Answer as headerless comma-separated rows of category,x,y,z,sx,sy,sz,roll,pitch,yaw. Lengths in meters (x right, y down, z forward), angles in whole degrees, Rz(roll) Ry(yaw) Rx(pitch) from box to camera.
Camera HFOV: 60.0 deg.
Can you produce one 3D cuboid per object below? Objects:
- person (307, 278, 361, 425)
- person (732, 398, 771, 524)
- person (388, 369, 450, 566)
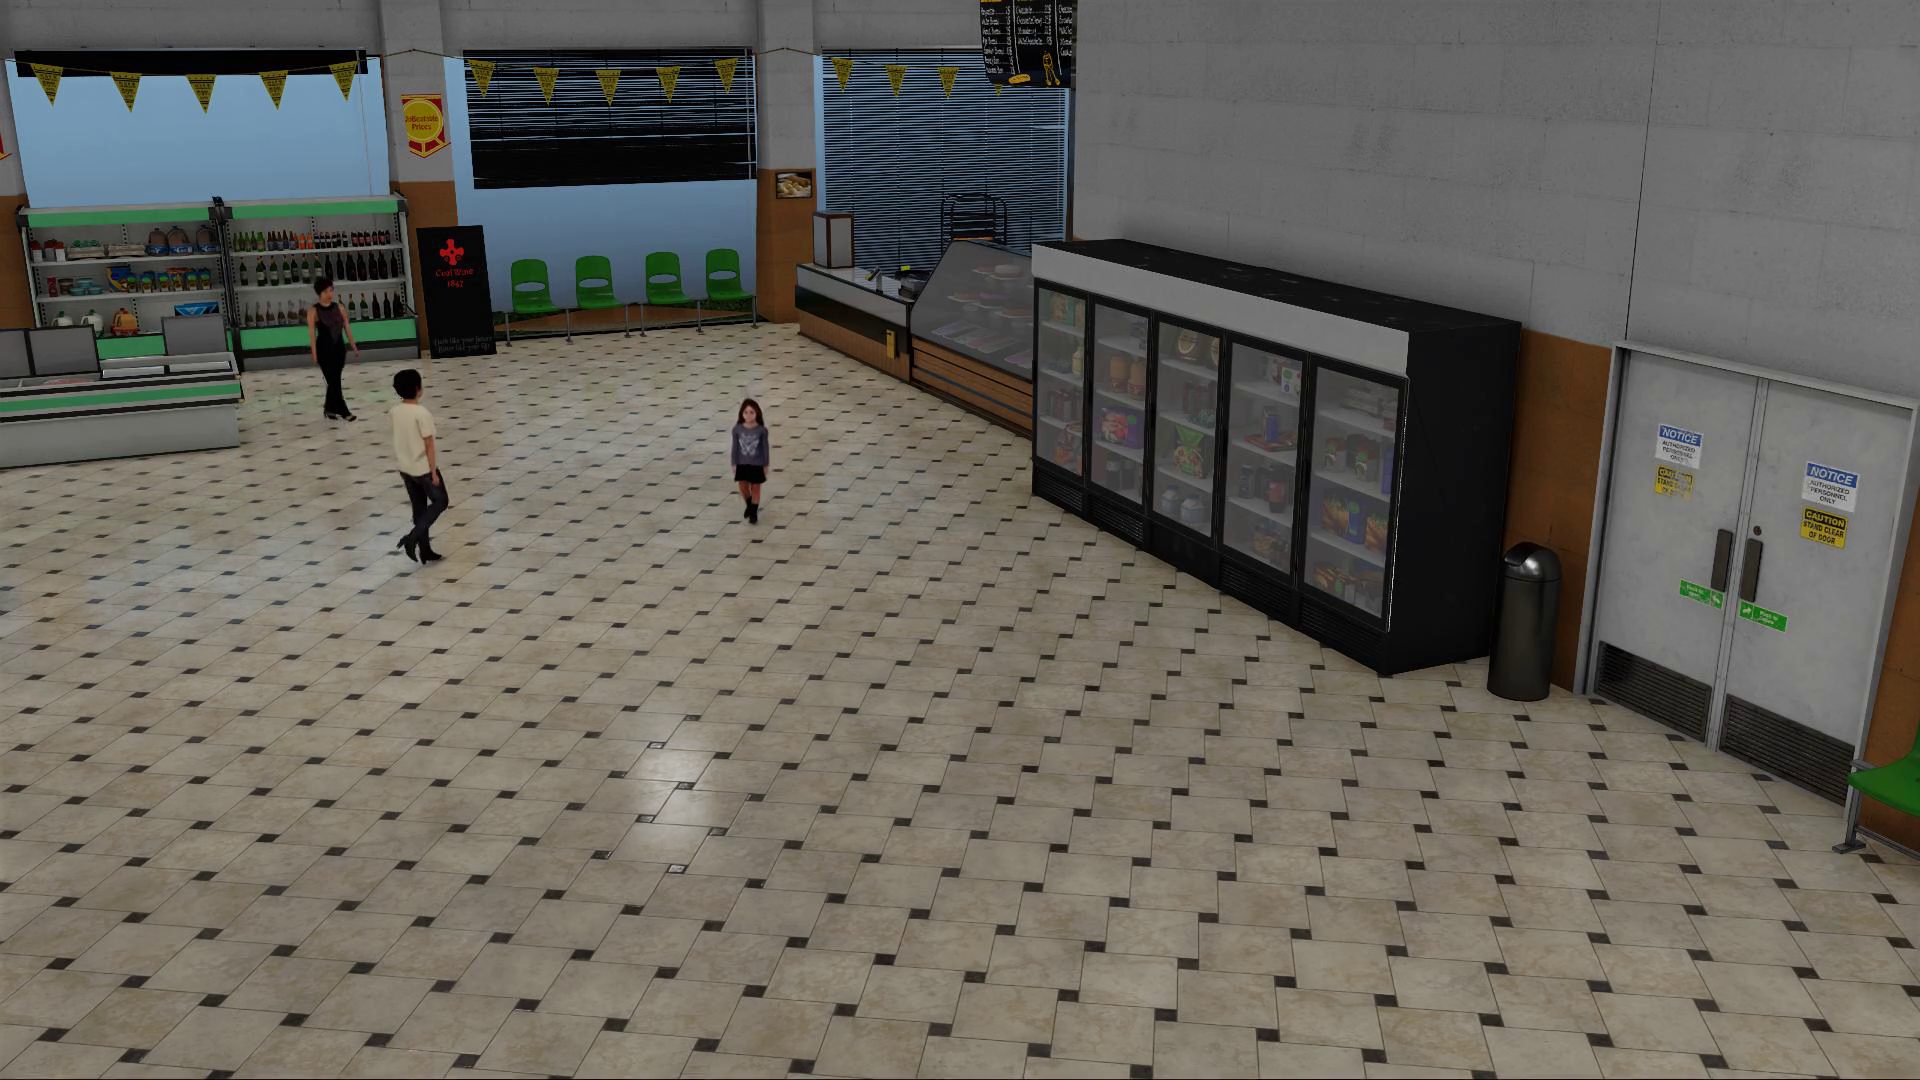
person,-6.842,-2.023,17.994,0.957,1.561,1.052,13,21,36
person,-1.809,-0.696,14.418,0.534,1.100,0.618,-1,17,-2
person,-4.301,-0.537,13.073,0.781,1.576,0.848,10,19,29
